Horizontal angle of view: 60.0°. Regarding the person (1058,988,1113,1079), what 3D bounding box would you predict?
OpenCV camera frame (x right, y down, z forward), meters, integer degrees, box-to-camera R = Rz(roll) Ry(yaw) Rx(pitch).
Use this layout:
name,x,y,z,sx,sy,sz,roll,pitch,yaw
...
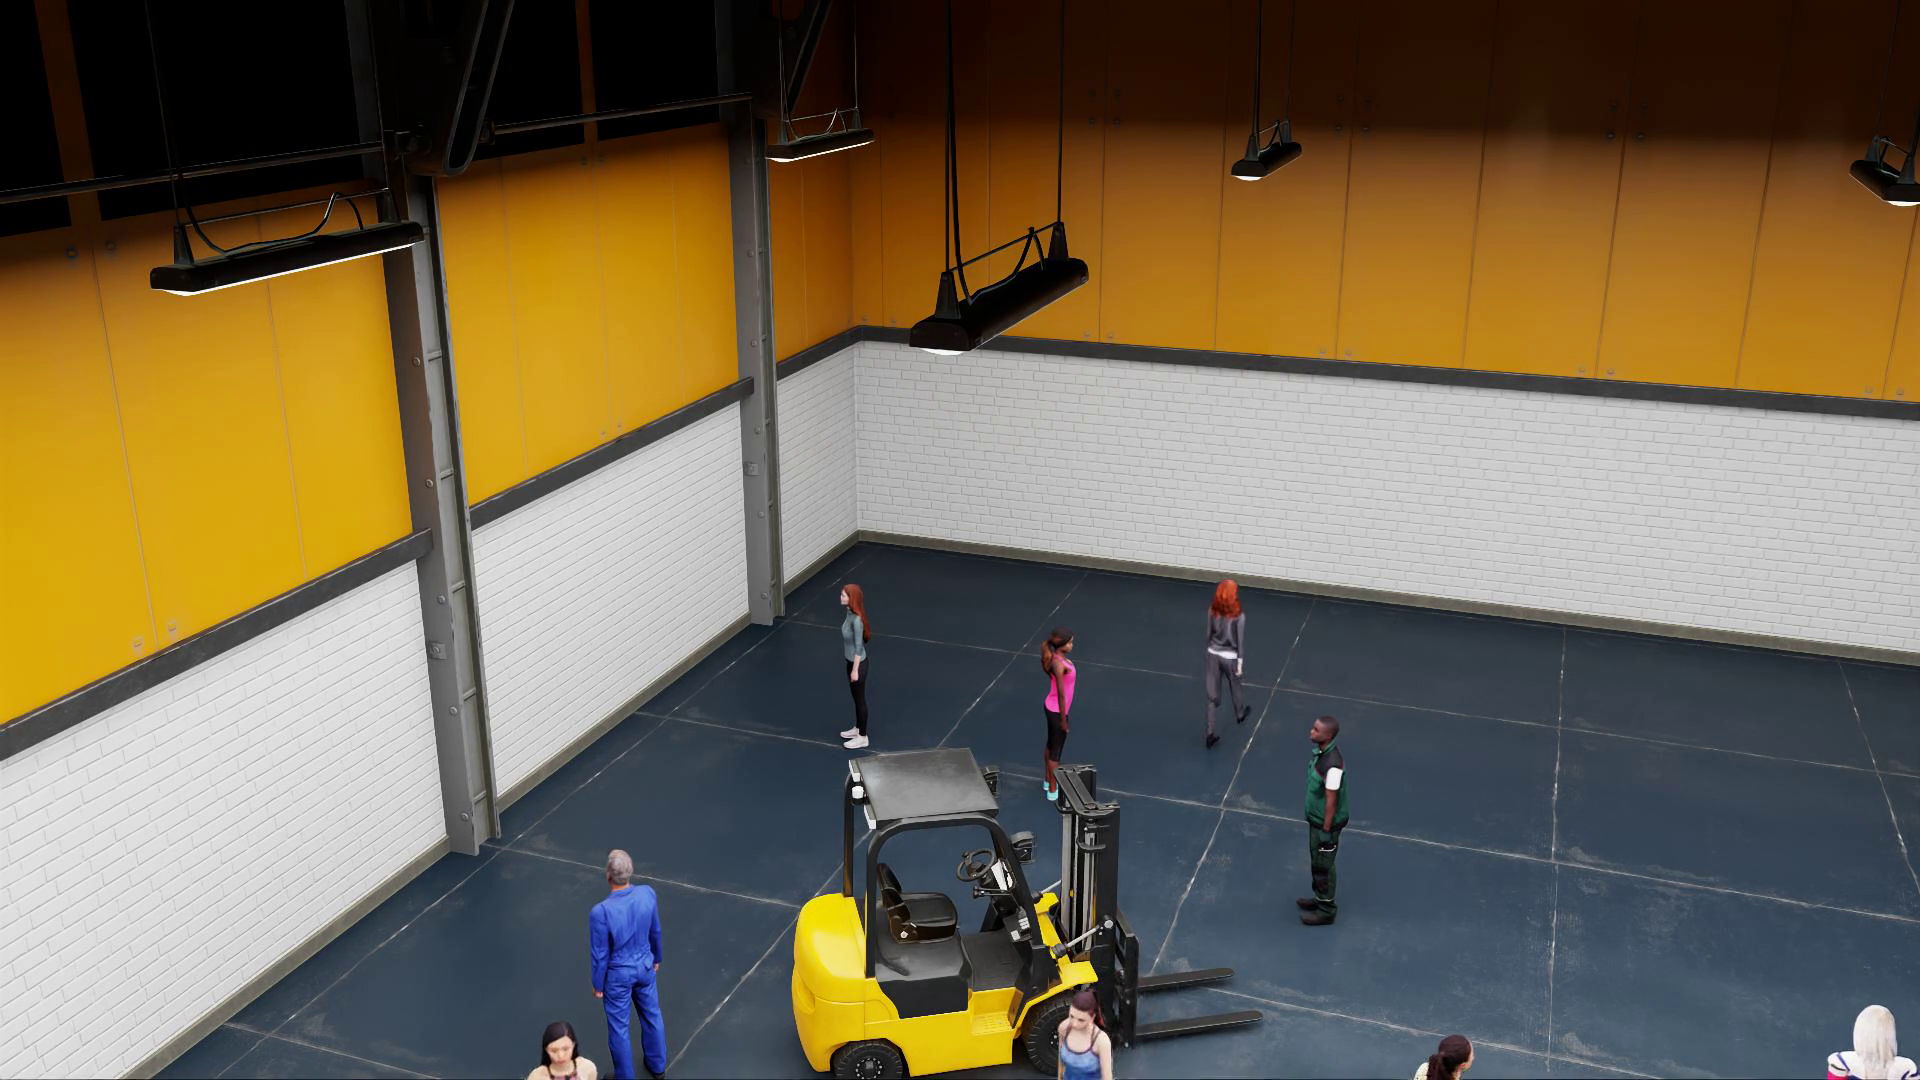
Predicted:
name,x,y,z,sx,sy,sz,roll,pitch,yaw
person,0.850,3.505,10.537,0.833,1.576,1.130,16,24,39

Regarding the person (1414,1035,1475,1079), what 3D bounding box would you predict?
name,x,y,z,sx,sy,sz,roll,pitch,yaw
person,2.798,3.716,9.906,1.206,1.579,1.127,-9,21,-25

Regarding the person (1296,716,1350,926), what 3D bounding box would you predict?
name,x,y,z,sx,sy,sz,roll,pitch,yaw
person,3.014,2.295,13.722,0.804,1.836,0.637,1,19,3

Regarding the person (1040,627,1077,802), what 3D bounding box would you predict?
name,x,y,z,sx,sy,sz,roll,pitch,yaw
person,0.921,1.634,15.859,0.701,1.725,0.602,-1,19,-3

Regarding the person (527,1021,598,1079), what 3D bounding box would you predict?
name,x,y,z,sx,sy,sz,roll,pitch,yaw
person,-2.352,3.607,9.936,0.808,1.765,0.869,-10,21,-26

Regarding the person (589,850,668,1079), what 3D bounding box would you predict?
name,x,y,z,sx,sy,sz,roll,pitch,yaw
person,-2.315,3.008,11.616,0.688,1.829,0.851,-16,24,-39

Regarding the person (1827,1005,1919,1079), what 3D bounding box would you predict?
name,x,y,z,sx,sy,sz,roll,pitch,yaw
person,5.382,3.584,9.941,0.669,1.808,0.550,5,19,13

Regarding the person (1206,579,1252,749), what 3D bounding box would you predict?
name,x,y,z,sx,sy,sz,roll,pitch,yaw
person,2.637,1.282,16.887,0.766,1.736,1.147,11,22,30

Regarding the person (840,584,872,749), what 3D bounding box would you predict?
name,x,y,z,sx,sy,sz,roll,pitch,yaw
person,-1.062,1.271,16.910,0.731,1.743,0.625,-3,19,-8
